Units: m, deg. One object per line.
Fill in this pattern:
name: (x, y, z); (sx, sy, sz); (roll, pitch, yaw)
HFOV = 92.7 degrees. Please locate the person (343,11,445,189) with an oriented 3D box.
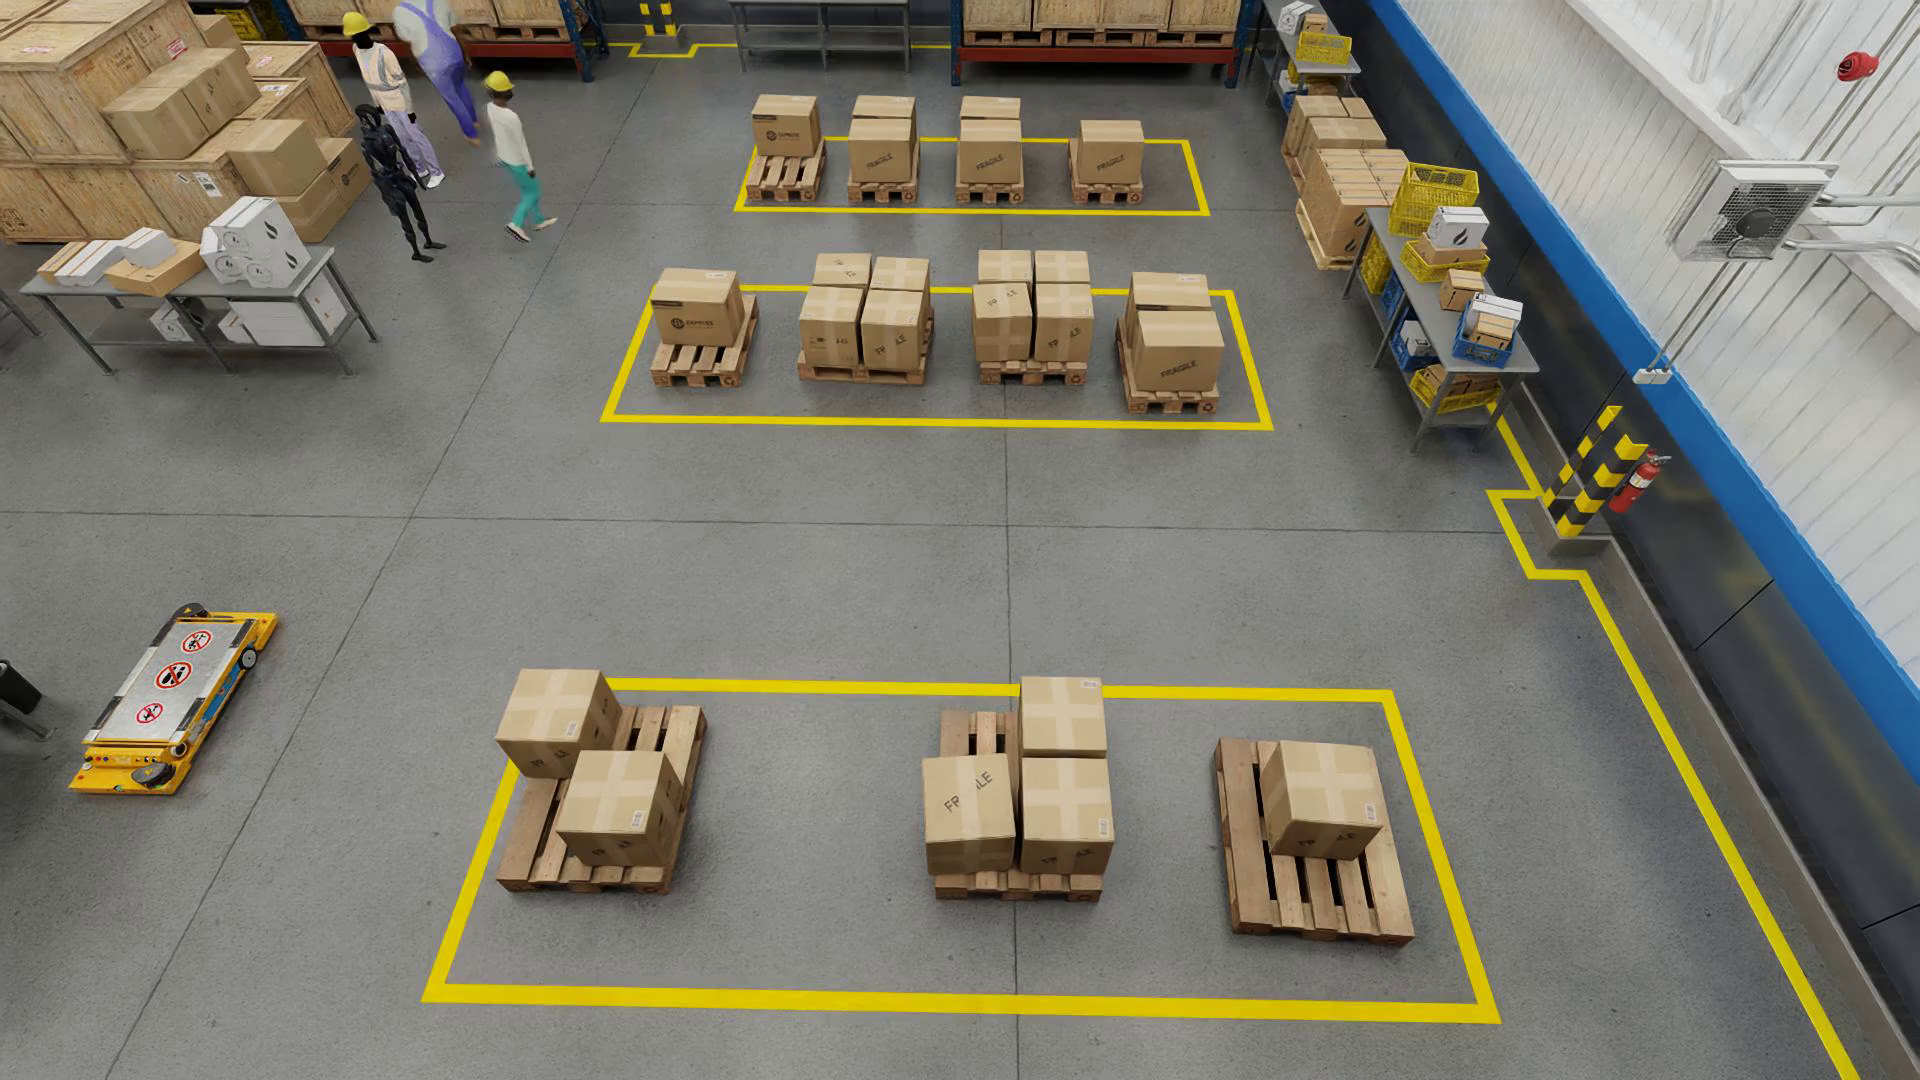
person: (-6.520, -5.034, 10.539); (0.586, 1.929, 0.357); (17, 52, 14)

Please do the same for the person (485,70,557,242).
person: (-4.827, -4.086, 9.862); (0.535, 1.738, 0.629); (32, 57, 24)

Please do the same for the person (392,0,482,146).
person: (-6.457, -5.939, 11.233); (0.832, 2.000, 0.686); (31, 56, 24)

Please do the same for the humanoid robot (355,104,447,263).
humanoid robot: (-5.887, -3.718, 9.589); (0.332, 1.651, 0.574); (8, 50, 6)

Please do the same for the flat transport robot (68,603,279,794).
flat transport robot: (-5.504, 1.072, 6.442); (0.652, 0.197, 1.431); (1, 50, 1)
